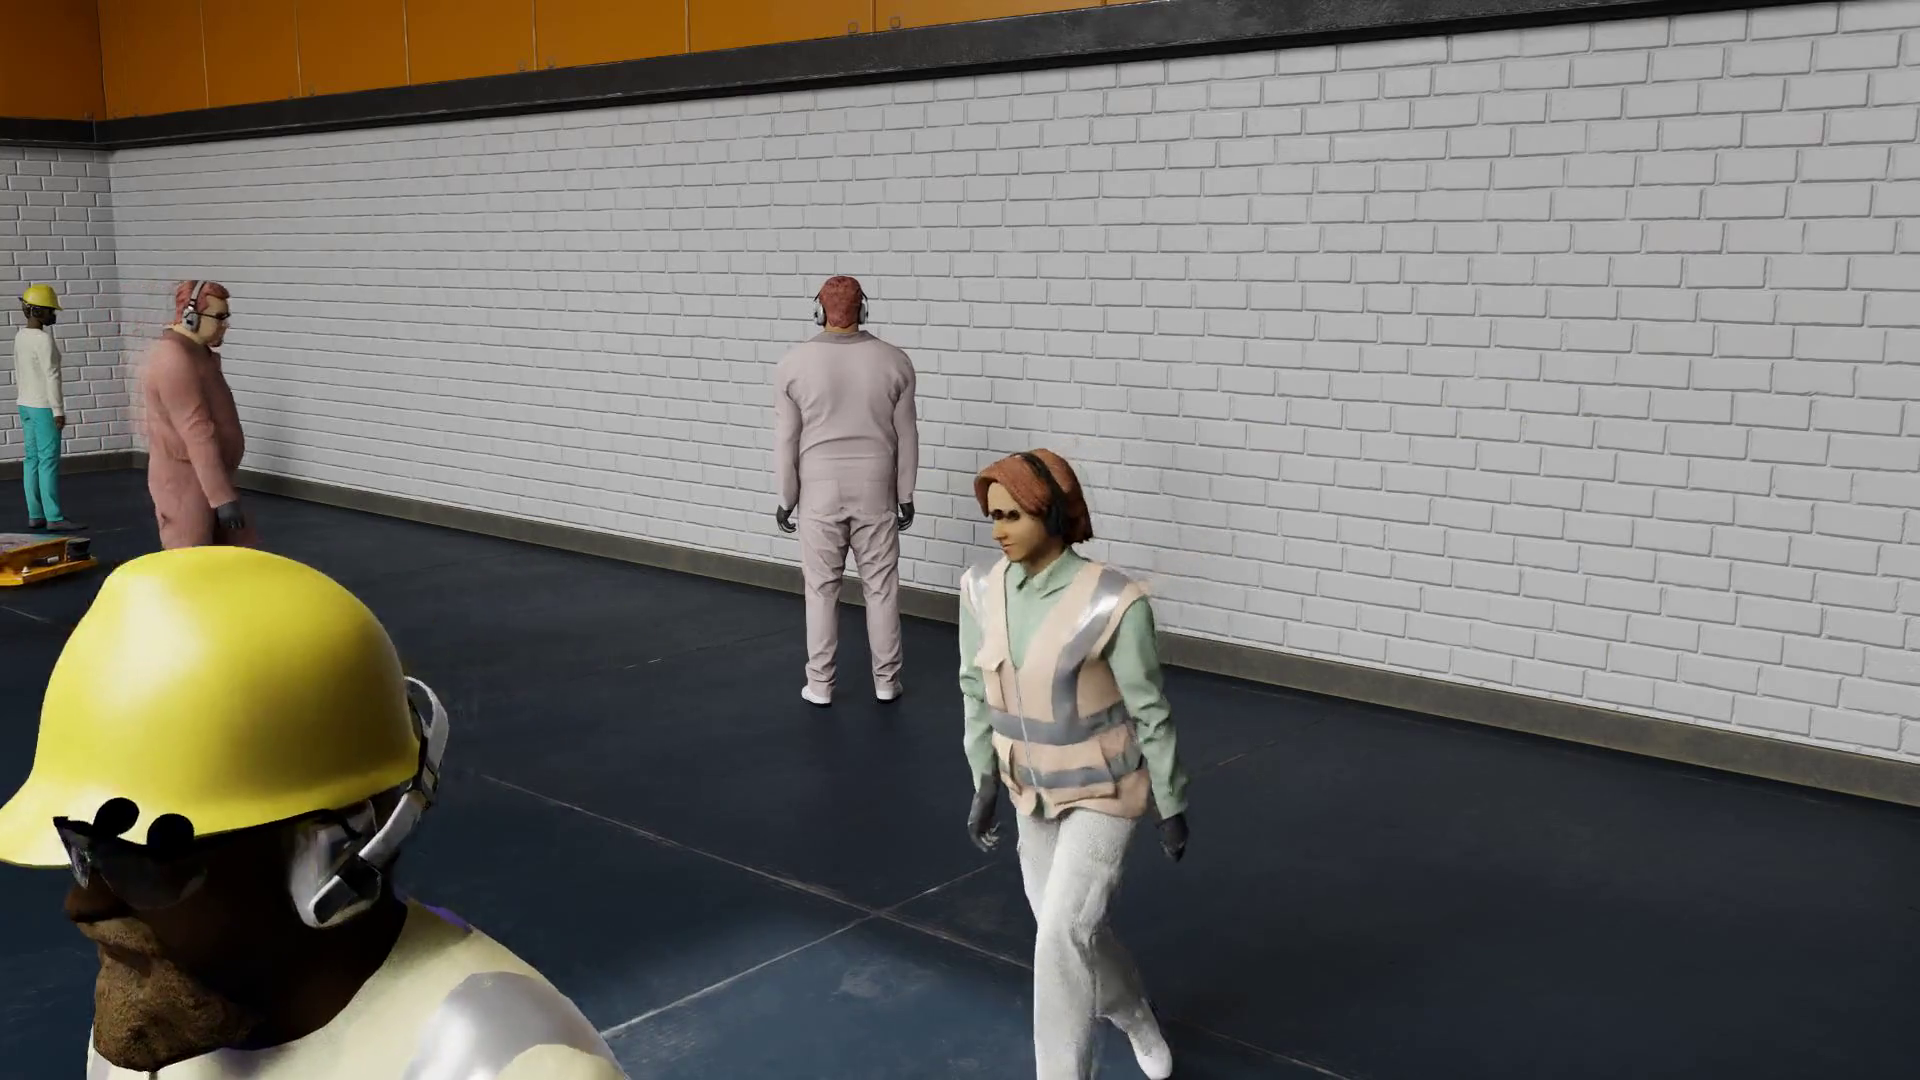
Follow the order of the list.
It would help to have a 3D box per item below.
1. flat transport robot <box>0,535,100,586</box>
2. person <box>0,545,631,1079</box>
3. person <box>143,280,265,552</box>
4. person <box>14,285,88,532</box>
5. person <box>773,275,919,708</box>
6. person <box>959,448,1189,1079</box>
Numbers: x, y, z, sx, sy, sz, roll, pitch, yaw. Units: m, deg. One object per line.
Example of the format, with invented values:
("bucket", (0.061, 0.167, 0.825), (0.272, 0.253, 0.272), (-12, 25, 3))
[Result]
("flat transport robot", (-6.148, 0.104, 10.227), (1.431, 0.197, 0.652), (2, 10, 11))
("person", (-0.477, 0.898, 1.294), (0.621, 1.820, 0.418), (8, 13, 38))
("person", (-3.408, -0.228, 7.541), (0.565, 1.879, 0.645), (-2, 10, -12))
("person", (-6.559, -0.938, 11.929), (0.526, 1.760, 0.337), (8, 13, 39))
("person", (-0.502, -0.205, 7.345), (0.639, 1.905, 0.407), (-2, 10, -9))
("person", (0.303, 0.570, 3.780), (0.691, 1.599, 0.516), (-9, 13, -42))
